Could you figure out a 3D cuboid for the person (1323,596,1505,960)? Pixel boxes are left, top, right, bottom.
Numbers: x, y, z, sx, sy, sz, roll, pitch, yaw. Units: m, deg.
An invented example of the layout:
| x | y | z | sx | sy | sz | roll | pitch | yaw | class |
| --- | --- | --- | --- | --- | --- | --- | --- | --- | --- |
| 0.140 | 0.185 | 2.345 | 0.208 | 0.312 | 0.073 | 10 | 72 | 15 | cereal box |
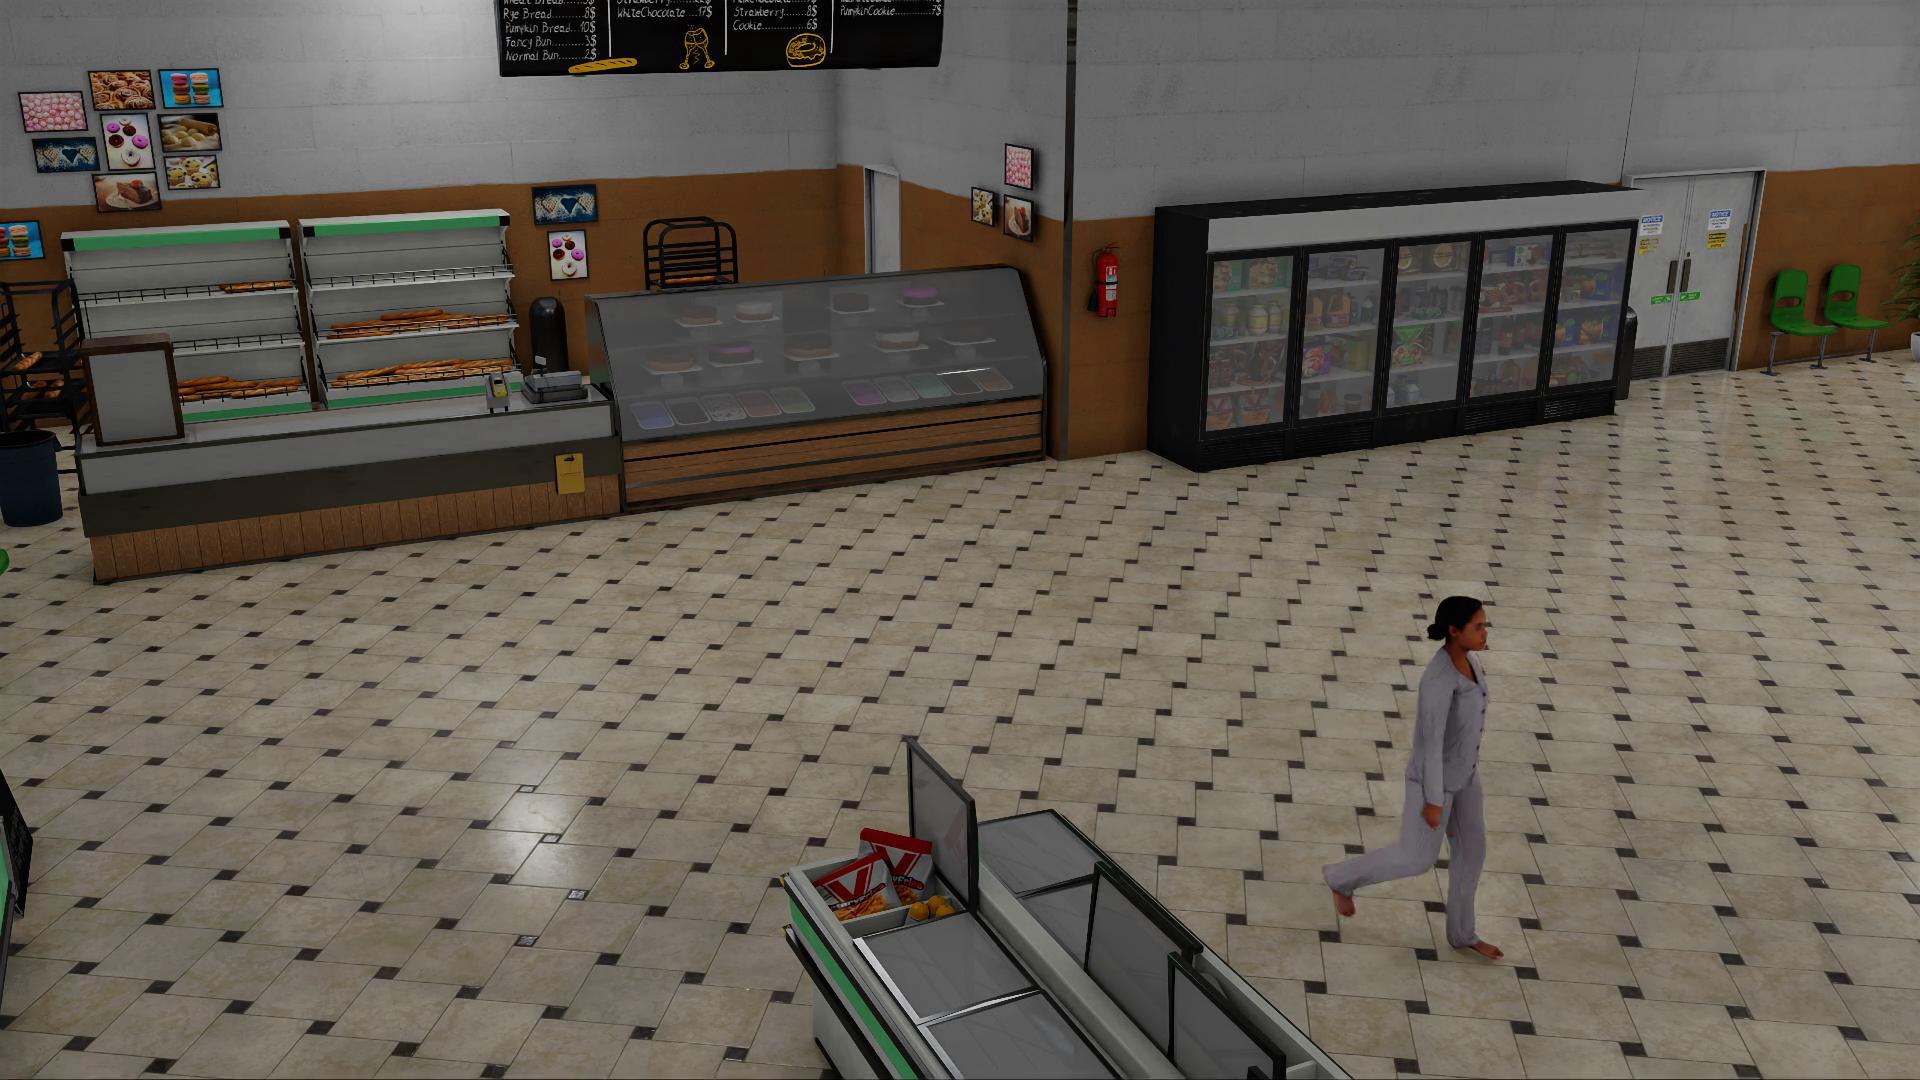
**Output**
| x | y | z | sx | sy | sz | roll | pitch | yaw | class |
| --- | --- | --- | --- | --- | --- | --- | --- | --- | --- |
| 2.099 | 1.060 | 7.555 | 1.173 | 1.710 | 0.970 | 13 | 23 | 34 | person |
